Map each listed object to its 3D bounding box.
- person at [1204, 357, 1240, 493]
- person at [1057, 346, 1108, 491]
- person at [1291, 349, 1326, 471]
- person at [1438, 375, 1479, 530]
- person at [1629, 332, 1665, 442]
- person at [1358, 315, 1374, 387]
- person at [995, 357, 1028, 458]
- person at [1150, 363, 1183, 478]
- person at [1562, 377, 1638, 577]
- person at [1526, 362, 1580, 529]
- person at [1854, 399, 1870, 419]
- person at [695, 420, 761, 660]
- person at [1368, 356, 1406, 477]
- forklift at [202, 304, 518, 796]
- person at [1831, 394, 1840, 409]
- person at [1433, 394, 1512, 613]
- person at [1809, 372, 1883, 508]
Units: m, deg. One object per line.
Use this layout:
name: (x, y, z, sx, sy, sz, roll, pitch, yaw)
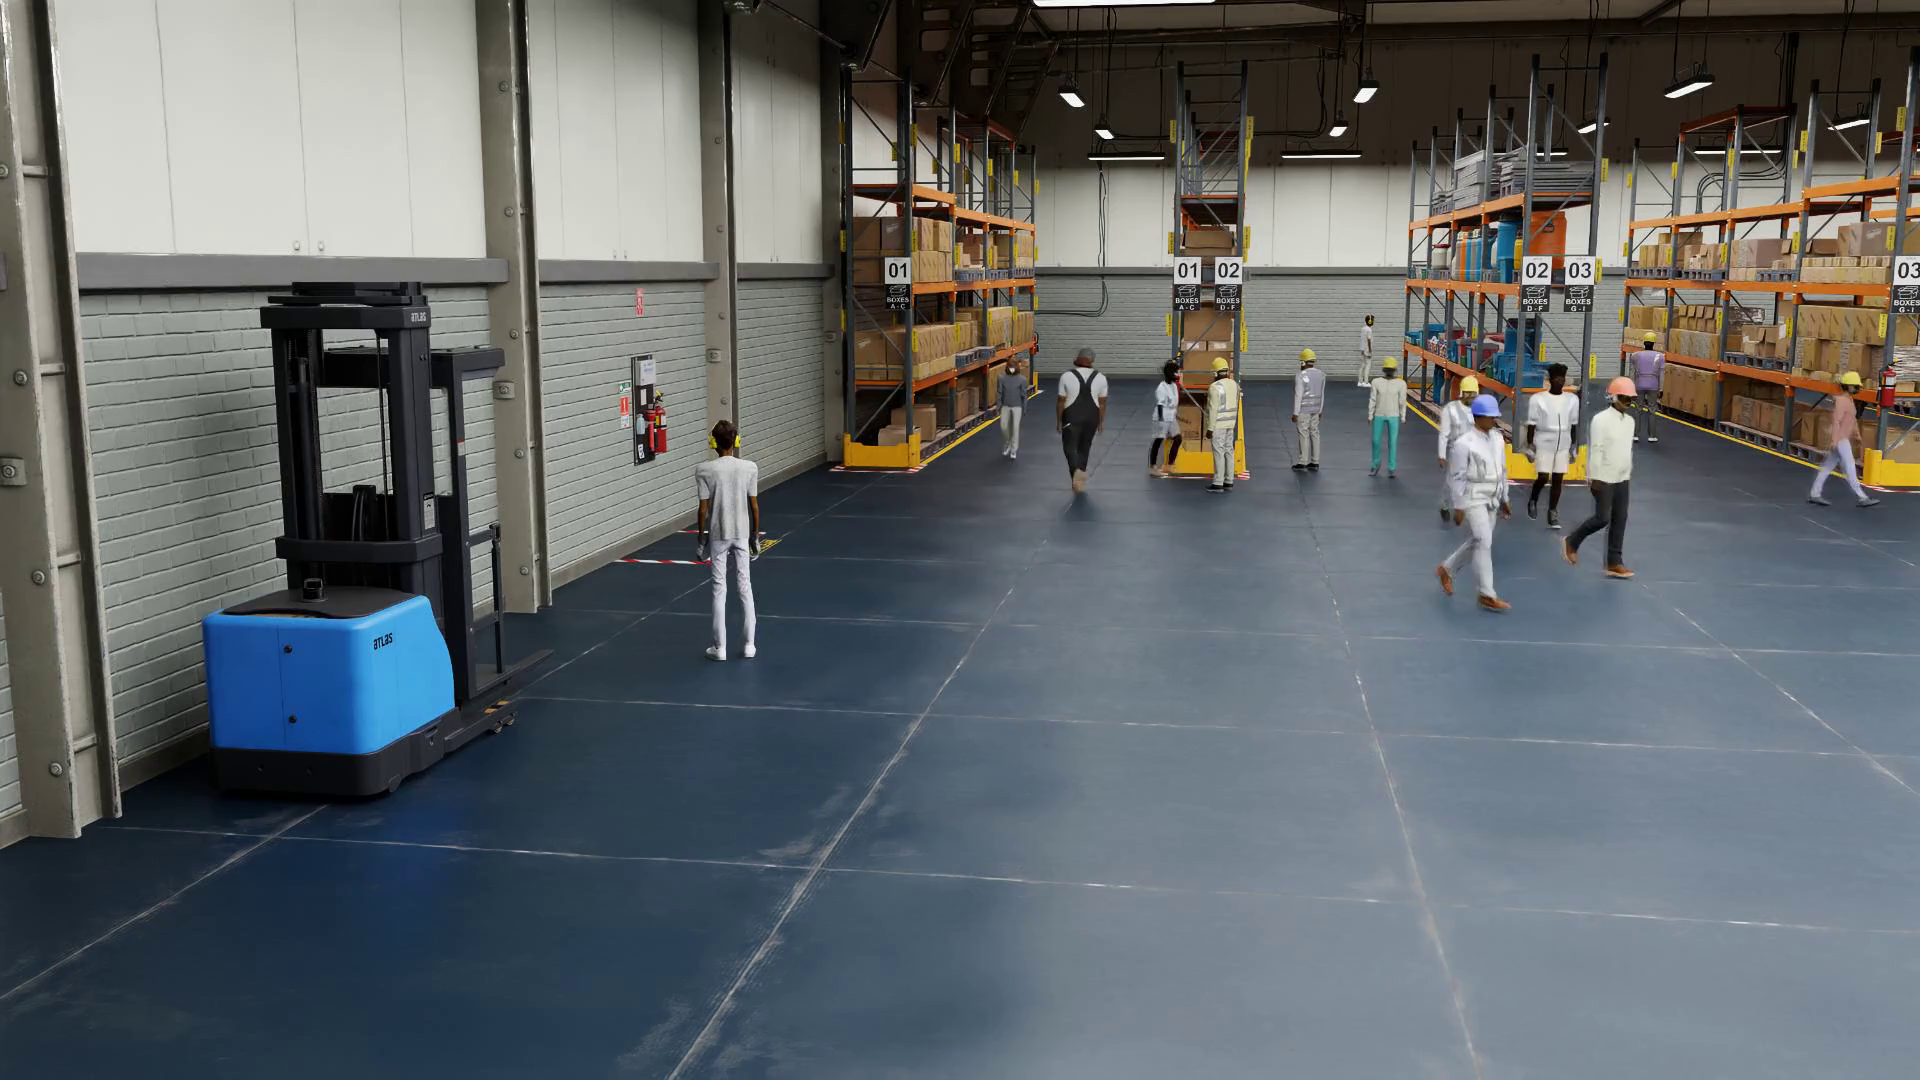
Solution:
person: (3.558, -1.573, 22.715, 0.404, 1.829, 0.591, 9, 13, 44)
person: (1.671, -1.647, 22.657, 0.685, 2.000, 0.834, -1, 9, -9)
person: (5.236, -1.962, 25.106, 0.594, 1.832, 0.403, -6, 11, -33)
person: (5.912, -1.046, 19.568, 0.602, 1.806, 0.842, 0, 9, -1)
person: (12.098, -2.691, 29.309, 0.585, 1.927, 0.366, 5, 11, 29)
person: (10.568, -4.906, 43.192, 0.339, 1.862, 0.532, -2, 9, -12)
person: (0.826, -2.123, 26.721, 0.529, 1.618, 0.343, 1, 9, 9)
person: (3.059, -1.748, 24.253, 0.601, 1.669, 0.580, 7, 11, 36)
person: (6.399, -0.634, 16.472, 0.635, 1.978, 0.659, -6, 11, -31)
person: (6.946, -1.114, 19.527, 0.604, 1.951, 0.470, -1, 9, -4)
person: (17.303, -3.100, 31.895, 0.543, 1.917, 0.692, 2, 10, 15)
person: (-1.801, -0.002, 12.927, 0.508, 1.865, 0.328, -3, 10, -20)
person: (6.252, -1.810, 24.375, 0.534, 1.767, 0.318, 3, 10, 20)
forklift: (-3.673, -0.038, 10.147, 1.129, 2.768, 1.873, 1, 9, 9)
person: (15.966, -2.875, 30.187, 0.620, 2.016, 0.869, 1, 9, 4)
person: (4.627, -0.363, 14.967, 0.601, 1.923, 0.876, -7, 12, -38)
person: (11.320, -1.270, 21.174, 0.888, 1.721, 0.540, 7, 11, 36)
